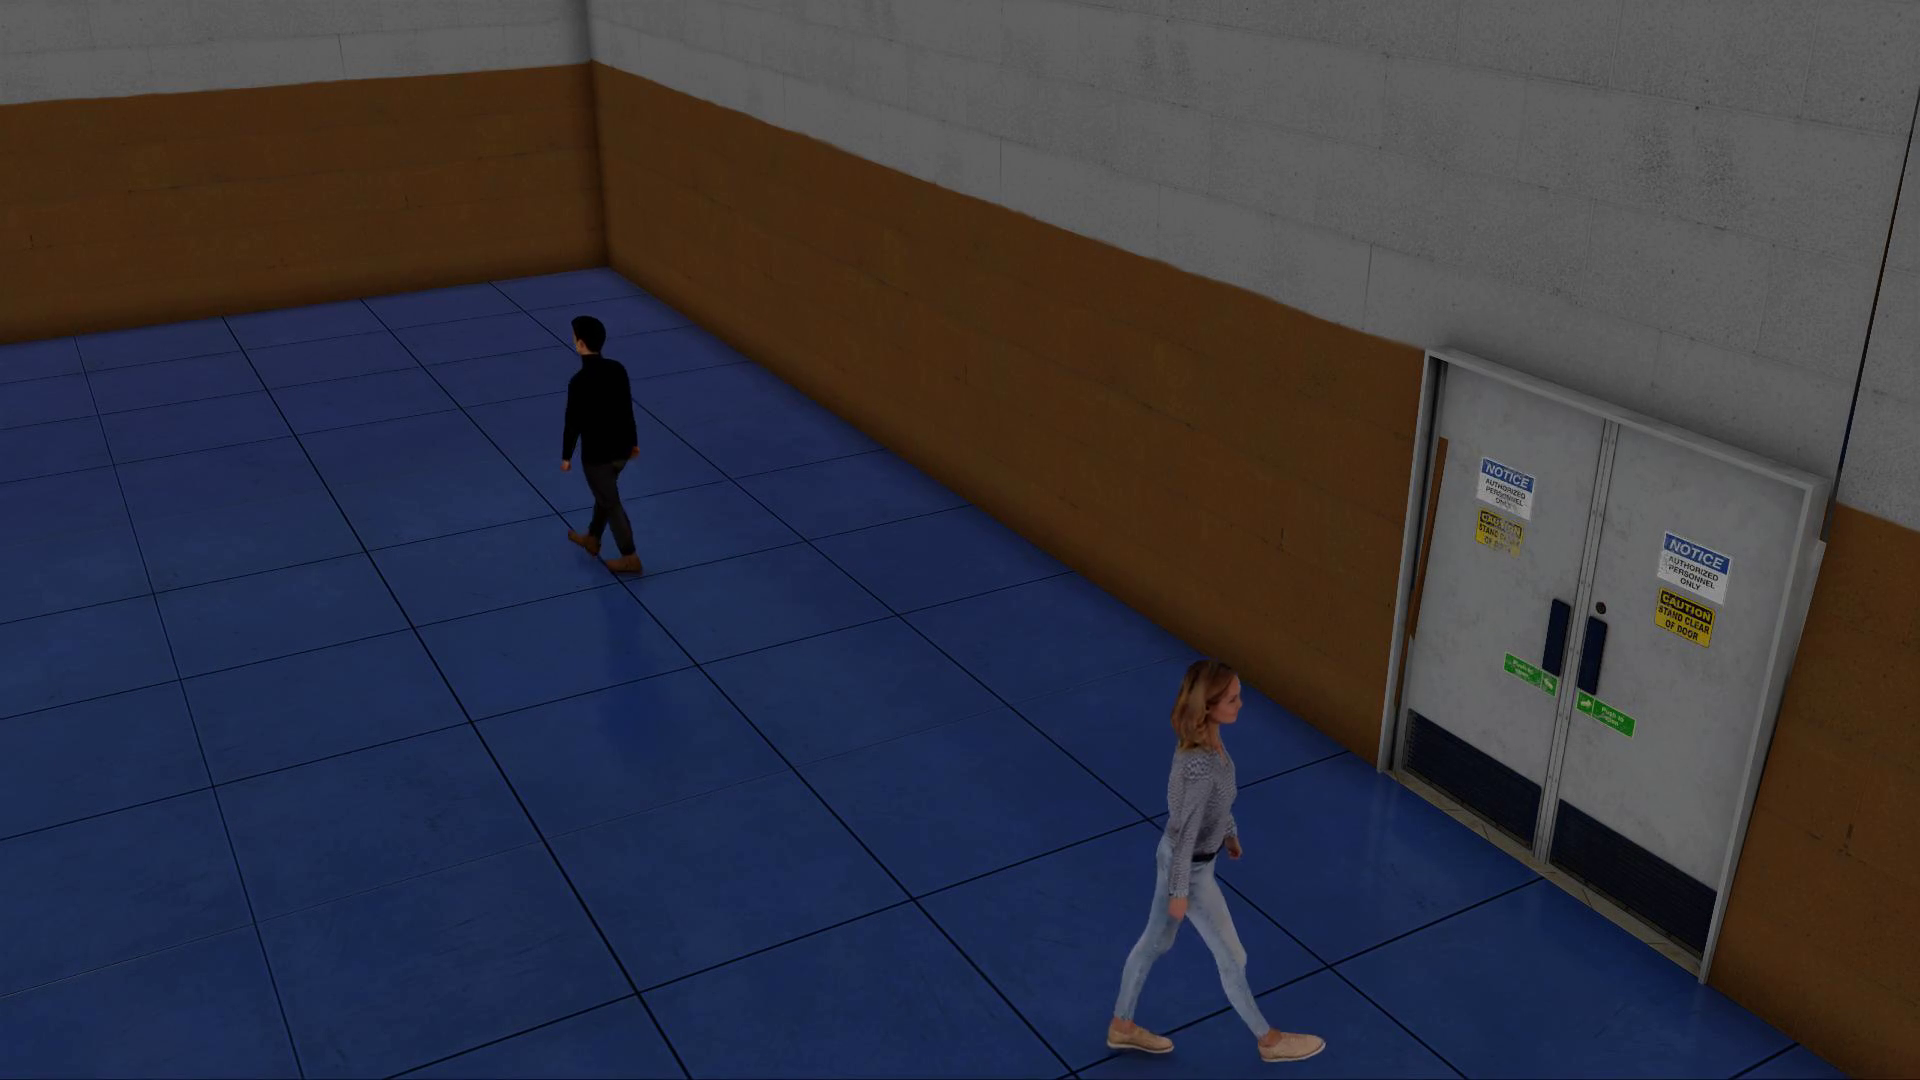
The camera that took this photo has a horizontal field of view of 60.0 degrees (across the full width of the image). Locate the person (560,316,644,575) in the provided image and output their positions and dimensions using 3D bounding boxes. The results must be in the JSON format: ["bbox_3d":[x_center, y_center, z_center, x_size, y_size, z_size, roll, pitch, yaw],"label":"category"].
[{"bbox_3d":[-2.229,-0.578,10.677,1.006,1.703,1.005,12,26,26],"label":"person"}]

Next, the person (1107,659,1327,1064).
[{"bbox_3d":[0.795,1.266,6.392,1.154,1.759,1.041,4,24,9],"label":"person"}]
